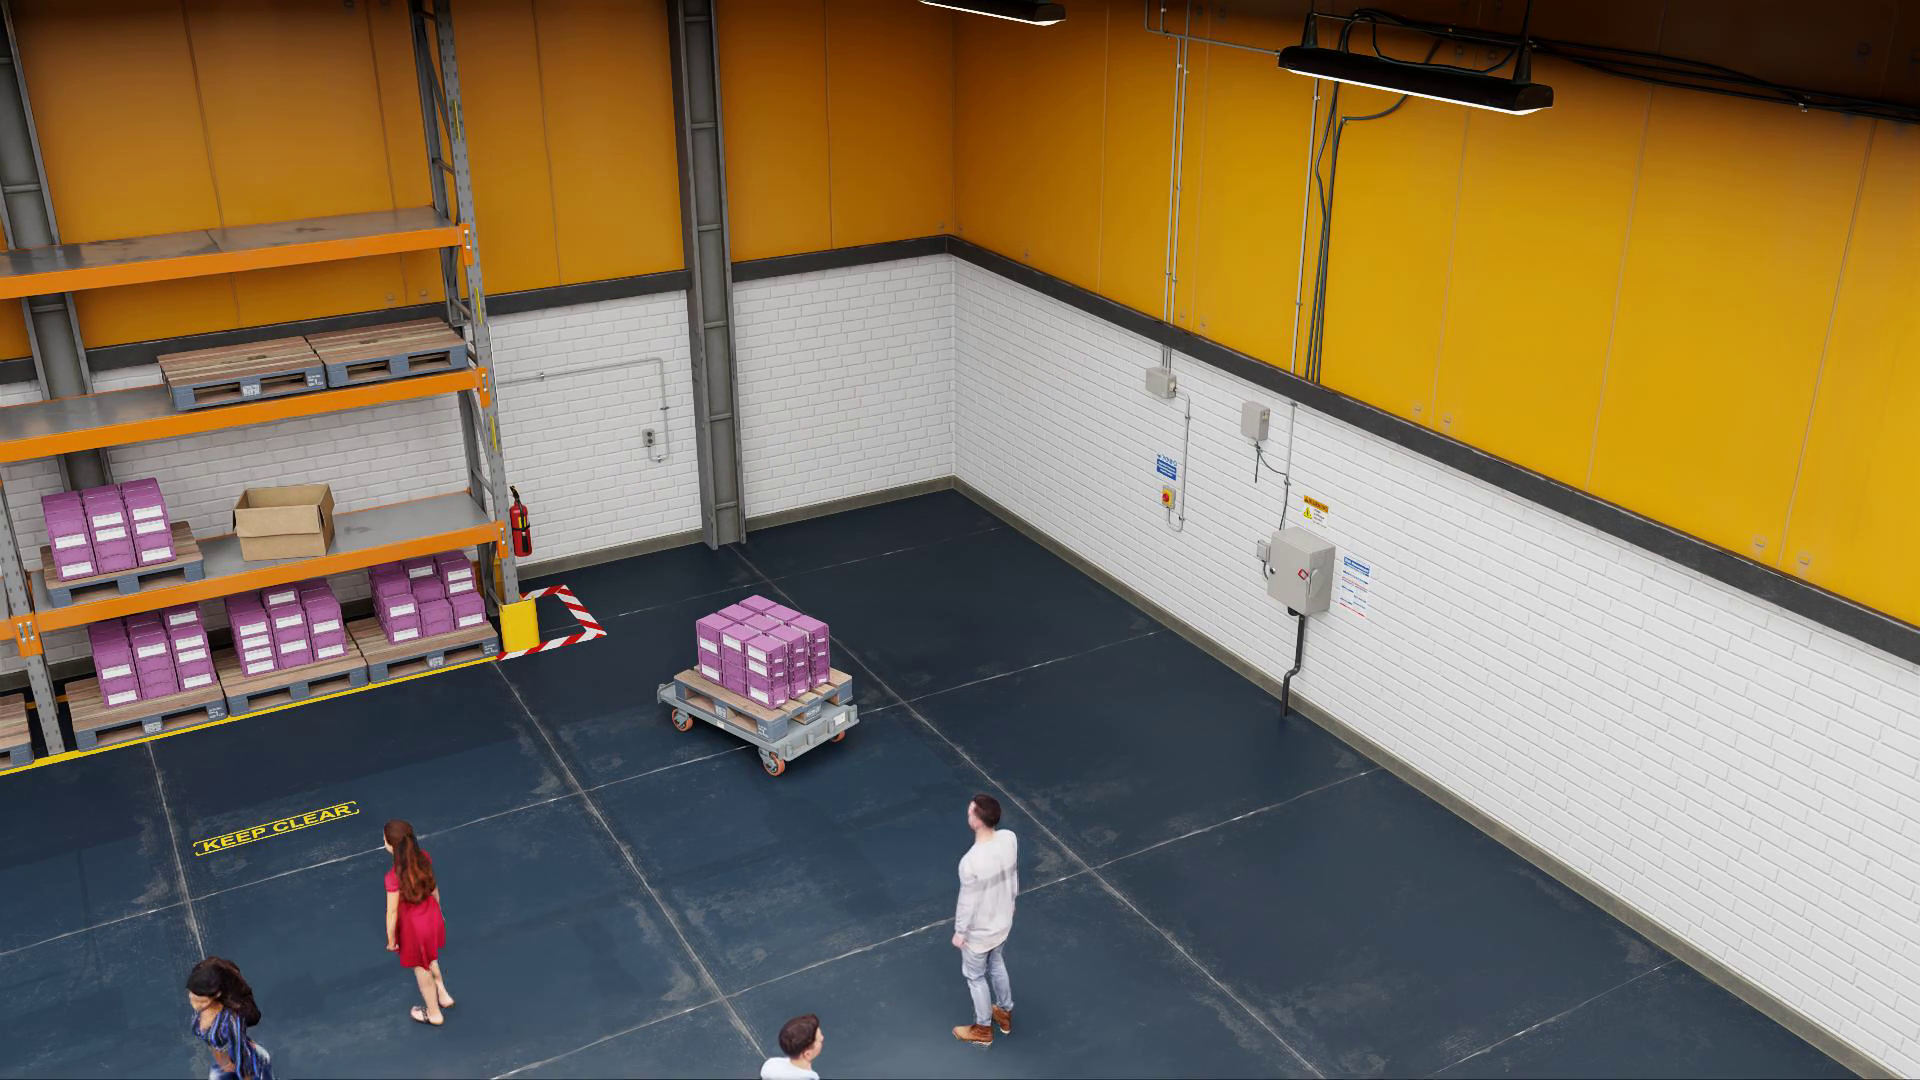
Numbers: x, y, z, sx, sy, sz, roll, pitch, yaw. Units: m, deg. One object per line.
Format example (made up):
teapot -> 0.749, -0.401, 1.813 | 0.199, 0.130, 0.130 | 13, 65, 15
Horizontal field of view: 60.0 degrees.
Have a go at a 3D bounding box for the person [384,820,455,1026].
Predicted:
person -> -3.454, 2.495, 10.753 | 0.759, 1.546, 0.699 | 11, 26, 24

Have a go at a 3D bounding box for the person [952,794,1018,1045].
person -> 0.165, 2.416, 10.569 | 0.631, 1.837, 0.818 | -21, 31, -39

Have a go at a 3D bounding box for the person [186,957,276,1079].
person -> -4.059, 3.003, 9.546 | 0.997, 1.582, 1.176 | 15, 28, 31

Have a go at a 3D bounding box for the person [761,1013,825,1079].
person -> -0.811, 3.243, 8.668 | 0.652, 1.845, 0.695 | -20, 30, -38
